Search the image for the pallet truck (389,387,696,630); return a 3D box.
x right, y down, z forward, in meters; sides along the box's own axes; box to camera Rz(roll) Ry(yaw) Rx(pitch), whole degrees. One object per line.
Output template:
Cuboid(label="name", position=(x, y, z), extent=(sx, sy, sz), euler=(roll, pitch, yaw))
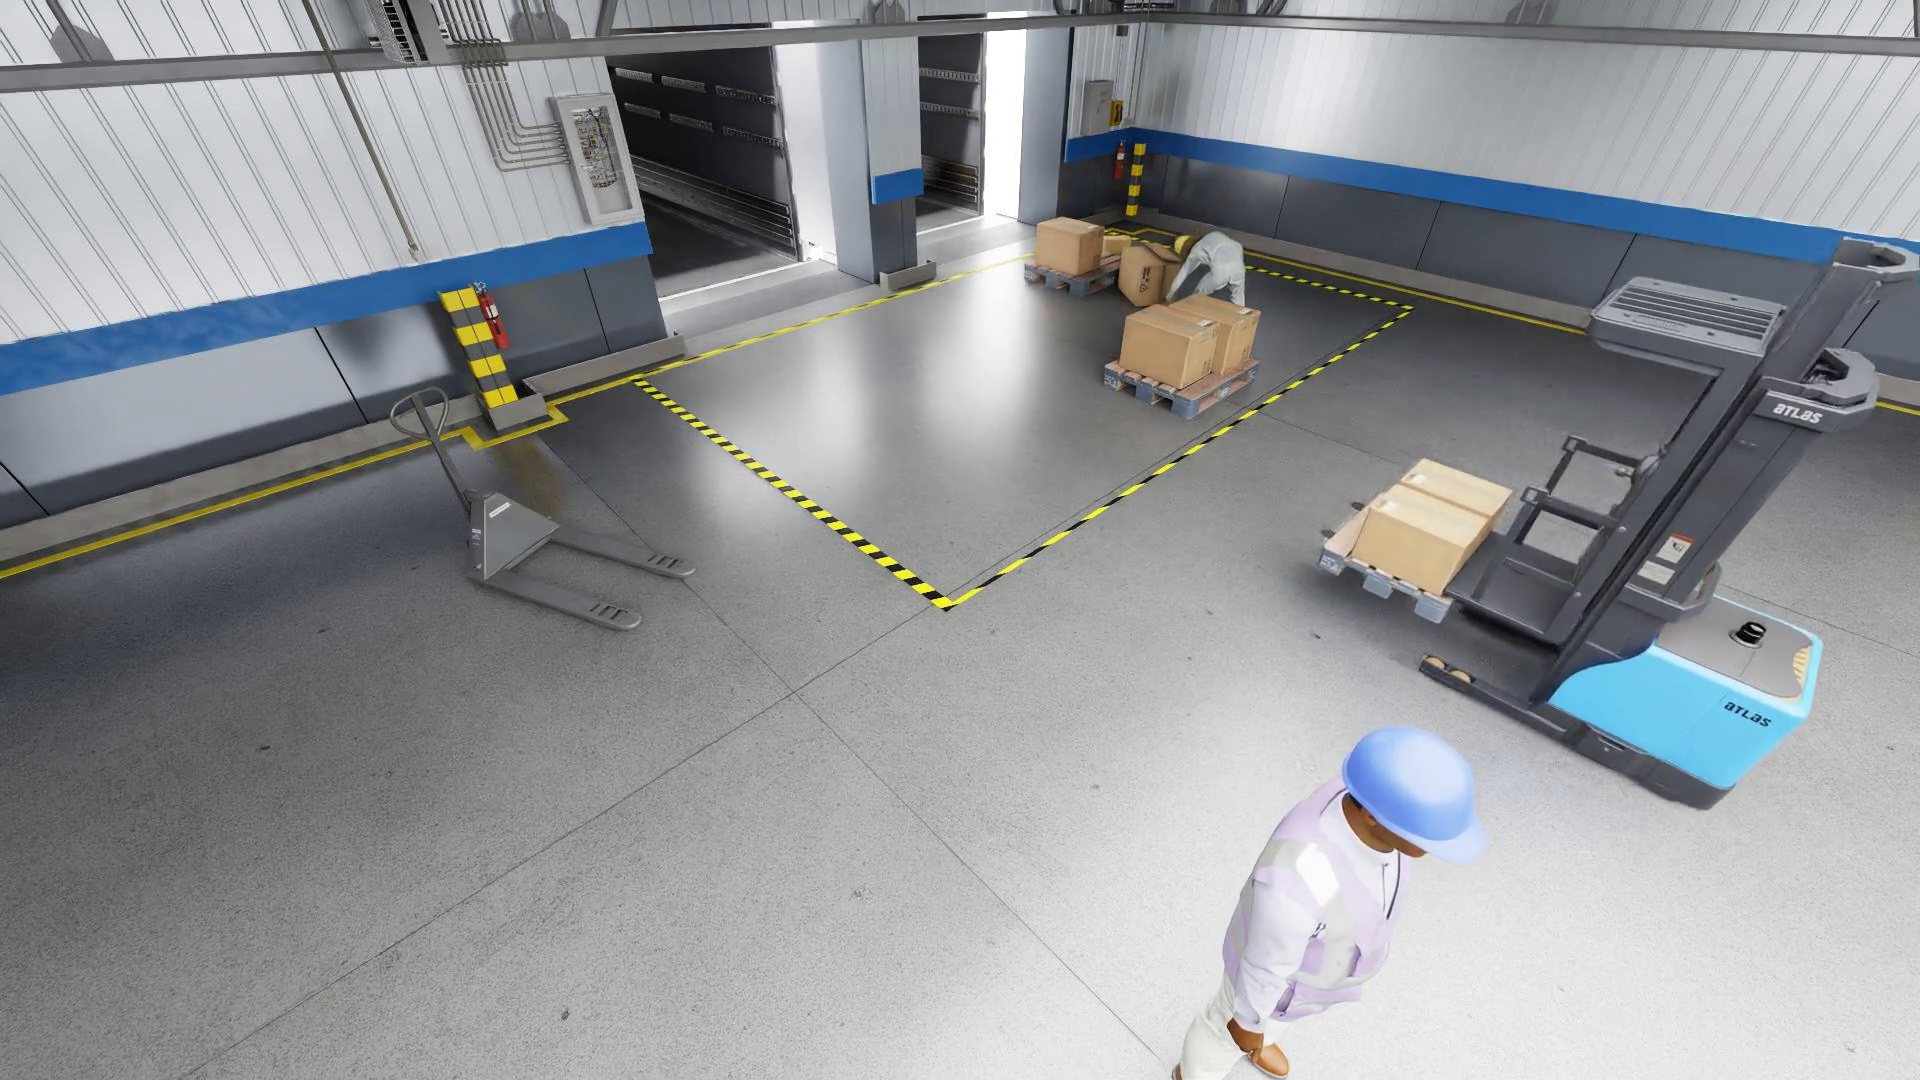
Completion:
Cuboid(label="pallet truck", position=(-2.613, -0.247, 4.593), extent=(1.601, 1.201, 0.680), euler=(14, 40, 17))

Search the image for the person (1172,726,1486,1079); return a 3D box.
Cuboid(label="person", position=(0.974, 1.199, 2.142), extent=(0.603, 1.948, 0.381), euler=(-28, 46, -31))

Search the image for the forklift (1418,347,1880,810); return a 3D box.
Cuboid(label="forklift", position=(3.515, 0.202, 3.356), extent=(0.716, 2.013, 0.776), euler=(-30, 47, -33))

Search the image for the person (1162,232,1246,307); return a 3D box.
Cuboid(label="person", position=(2.699, -2.709, 7.891), extent=(0.878, 1.115, 0.756), euler=(4, 38, 5))
